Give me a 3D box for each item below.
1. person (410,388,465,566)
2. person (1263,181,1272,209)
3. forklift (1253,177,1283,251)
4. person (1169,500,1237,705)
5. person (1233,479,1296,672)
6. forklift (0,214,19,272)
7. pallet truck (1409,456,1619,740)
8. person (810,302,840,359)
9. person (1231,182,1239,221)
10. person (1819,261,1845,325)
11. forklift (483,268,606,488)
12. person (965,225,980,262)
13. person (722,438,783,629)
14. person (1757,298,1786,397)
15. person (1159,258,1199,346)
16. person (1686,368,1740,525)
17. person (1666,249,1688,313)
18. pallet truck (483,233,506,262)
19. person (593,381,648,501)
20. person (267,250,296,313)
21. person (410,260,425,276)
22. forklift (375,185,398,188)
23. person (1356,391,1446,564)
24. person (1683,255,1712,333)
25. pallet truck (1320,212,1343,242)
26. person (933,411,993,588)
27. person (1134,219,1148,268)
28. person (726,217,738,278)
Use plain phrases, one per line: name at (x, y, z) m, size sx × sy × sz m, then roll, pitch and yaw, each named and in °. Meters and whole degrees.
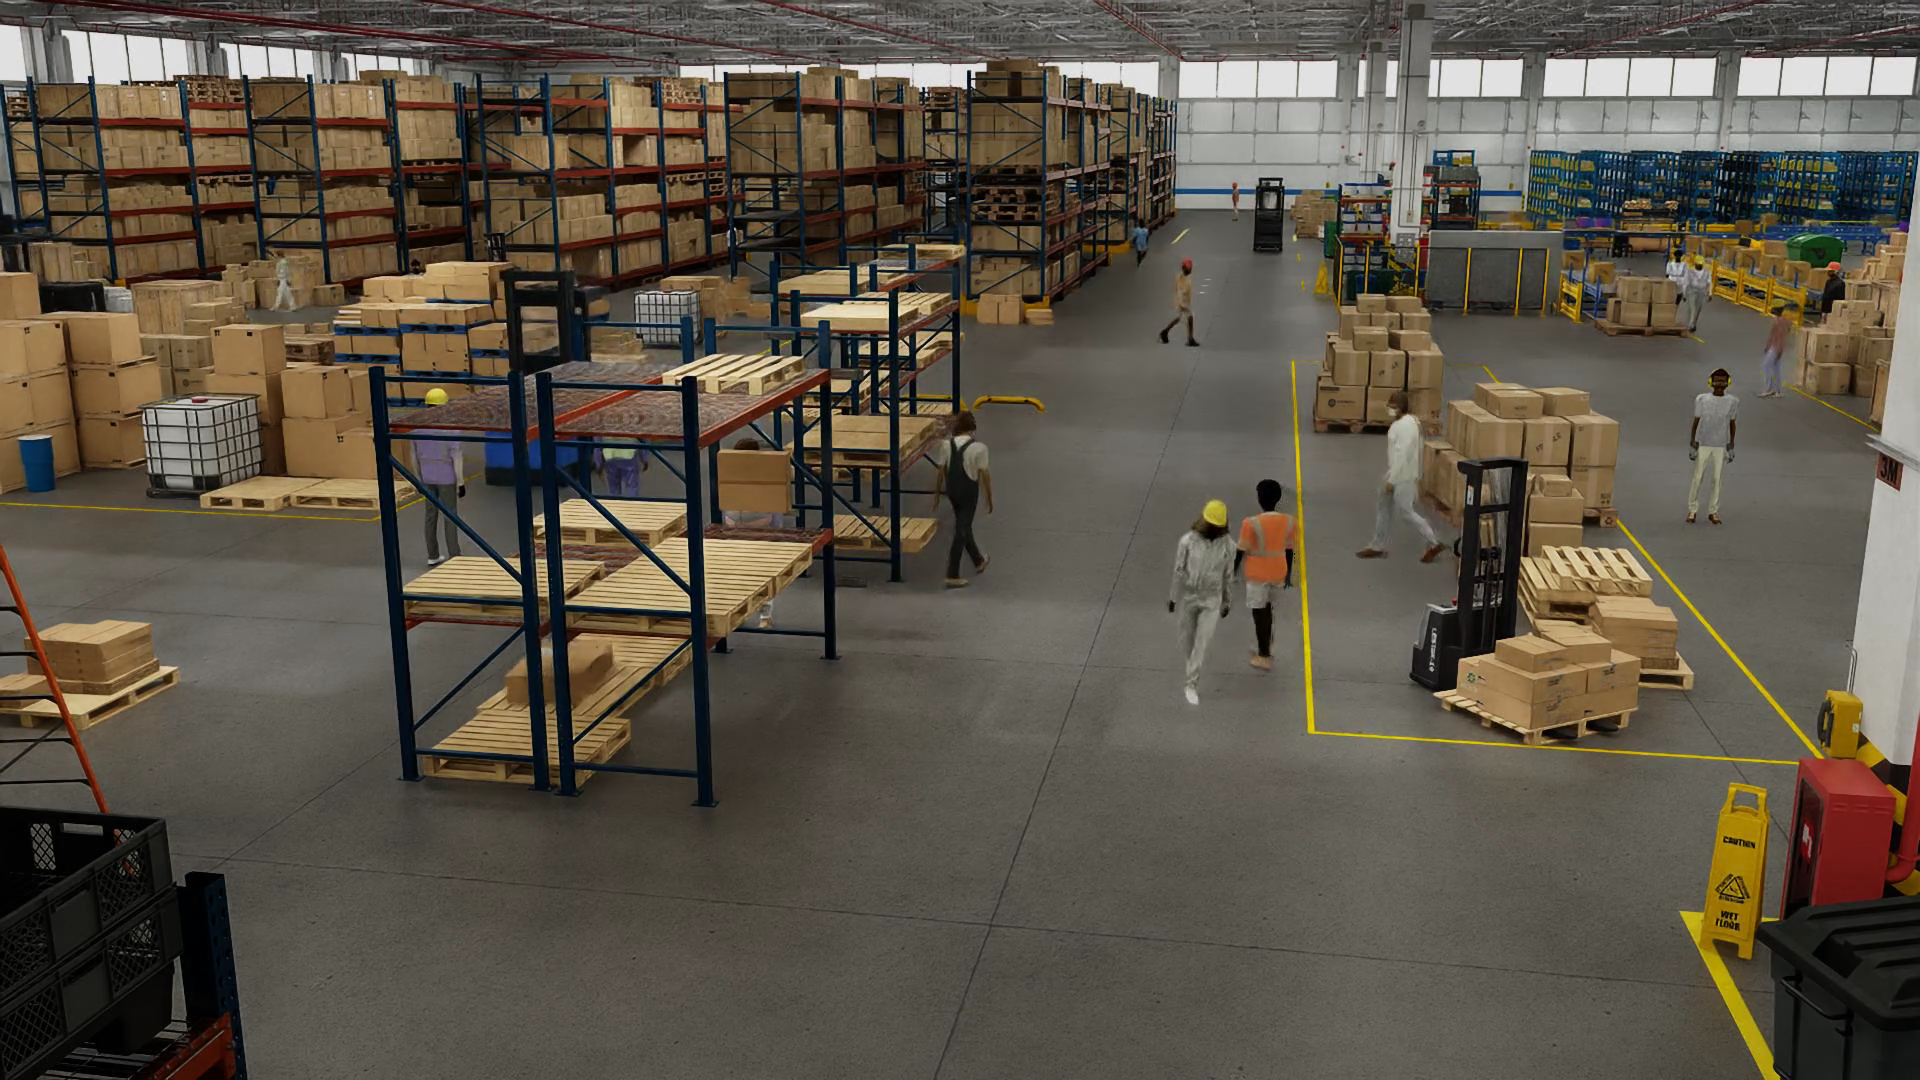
person at (-5.587, -0.668, 17.881) m, size 0.591 × 1.923 × 0.381 m, roll 4°, pitch 14°, yaw 16°
person at (17.241, -19.217, 93.388) m, size 0.579 × 1.826 × 0.644 m, roll -4°, pitch 14°, yaw -16°
forklift at (12.083, -12.747, 64.956) m, size 1.129 × 2.768 × 1.873 m, roll 3°, pitch 14°, yaw 10°
person at (2.002, 0.456, 13.754) m, size 0.532 × 1.703 × 0.647 m, roll 2°, pitch 14°, yaw 7°
person at (2.591, 0.283, 14.532) m, size 0.543 × 1.679 × 0.623 m, roll -7°, pitch 15°, yaw -26°
forklift at (-20.877, -5.646, 36.125) m, size 1.873 × 2.768 × 1.129 m, roll 2°, pitch 14°, yaw 10°
pallet truck at (4.504, 0.400, 13.395) m, size 0.823 × 1.965 × 1.885 m, roll -6°, pitch 15°, yaw -23°
person at (-2.421, -3.862, 30.856) m, size 0.612 × 1.918 × 0.981 m, roll 4°, pitch 15°, yaw 17°
person at (14.285, -17.581, 86.437) m, size 0.415 × 1.985 × 0.611 m, roll 1°, pitch 14°, yaw 4°
person at (17.883, -4.720, 34.188) m, size 0.392 × 1.992 × 0.623 m, roll -1°, pitch 14°, yaw -4°
forklift at (-5.569, -2.219, 22.213) m, size 1.129 × 2.768 × 1.873 m, roll 2°, pitch 14°, yaw 8°
person at (0.541, -10.270, 57.122) m, size 0.703 × 1.812 × 0.756 m, roll 1°, pitch 14°, yaw 5°
person at (-1.965, -0.049, 15.552) m, size 0.622 × 1.840 × 0.430 m, roll 3°, pitch 14°, yaw 13°
person at (14.264, -3.364, 29.191) m, size 0.551 × 1.747 × 0.515 m, roll 6°, pitch 15°, yaw 22°
person at (4.826, -5.195, 36.311) m, size 0.883 × 1.913 × 0.542 m, roll 13°, pitch 19°, yaw 42°
person at (8.961, -1.115, 19.802) m, size 0.514 × 1.876 × 0.328 m, roll 3°, pitch 14°, yaw 14°
person at (18.134, -6.518, 42.130) m, size 0.537 × 1.688 × 0.448 m, roll 4°, pitch 14°, yaw 17°
pallet truck at (-11.832, -7.026, 43.548) m, size 1.885 × 1.965 × 0.823 m, roll 8°, pitch 16°, yaw 28°
person at (-3.890, -0.943, 19.041) m, size 0.620 × 1.902 × 0.501 m, roll -2°, pitch 14°, yaw -9°
person at (-17.548, -6.654, 42.838) m, size 0.812 × 1.597 × 0.523 m, roll -10°, pitch 17°, yaw -35°
person at (-11.935, -5.240, 36.658) m, size 0.535 × 1.824 × 0.926 m, roll -3°, pitch 14°, yaw -13°
forklift at (-19.307, -10.531, 55.958) m, size 1.129 × 2.768 × 1.873 m, roll 3°, pitch 14°, yaw 10°
person at (4.830, -0.680, 18.008) m, size 0.842 × 1.906 × 0.633 m, roll 0°, pitch 14°, yaw 1°
person at (17.171, -5.742, 38.769) m, size 0.595 × 1.796 × 0.911 m, roll 2°, pitch 14°, yaw 9°
pallet truck at (15.874, -13.227, 70.310) m, size 0.680 × 1.201 × 1.601 m, roll 10°, pitch 17°, yaw 35°
person at (0.059, -0.442, 17.249) m, size 0.541 × 1.780 × 0.966 m, roll 8°, pitch 16°, yaw 30°
person at (6.167, -10.105, 56.678) m, size 0.533 × 1.687 × 0.396 m, roll -4°, pitch 14°, yaw -15°
person at (-7.284, -9.347, 53.133) m, size 0.392 × 1.919 × 0.591 m, roll -5°, pitch 15°, yaw -21°
